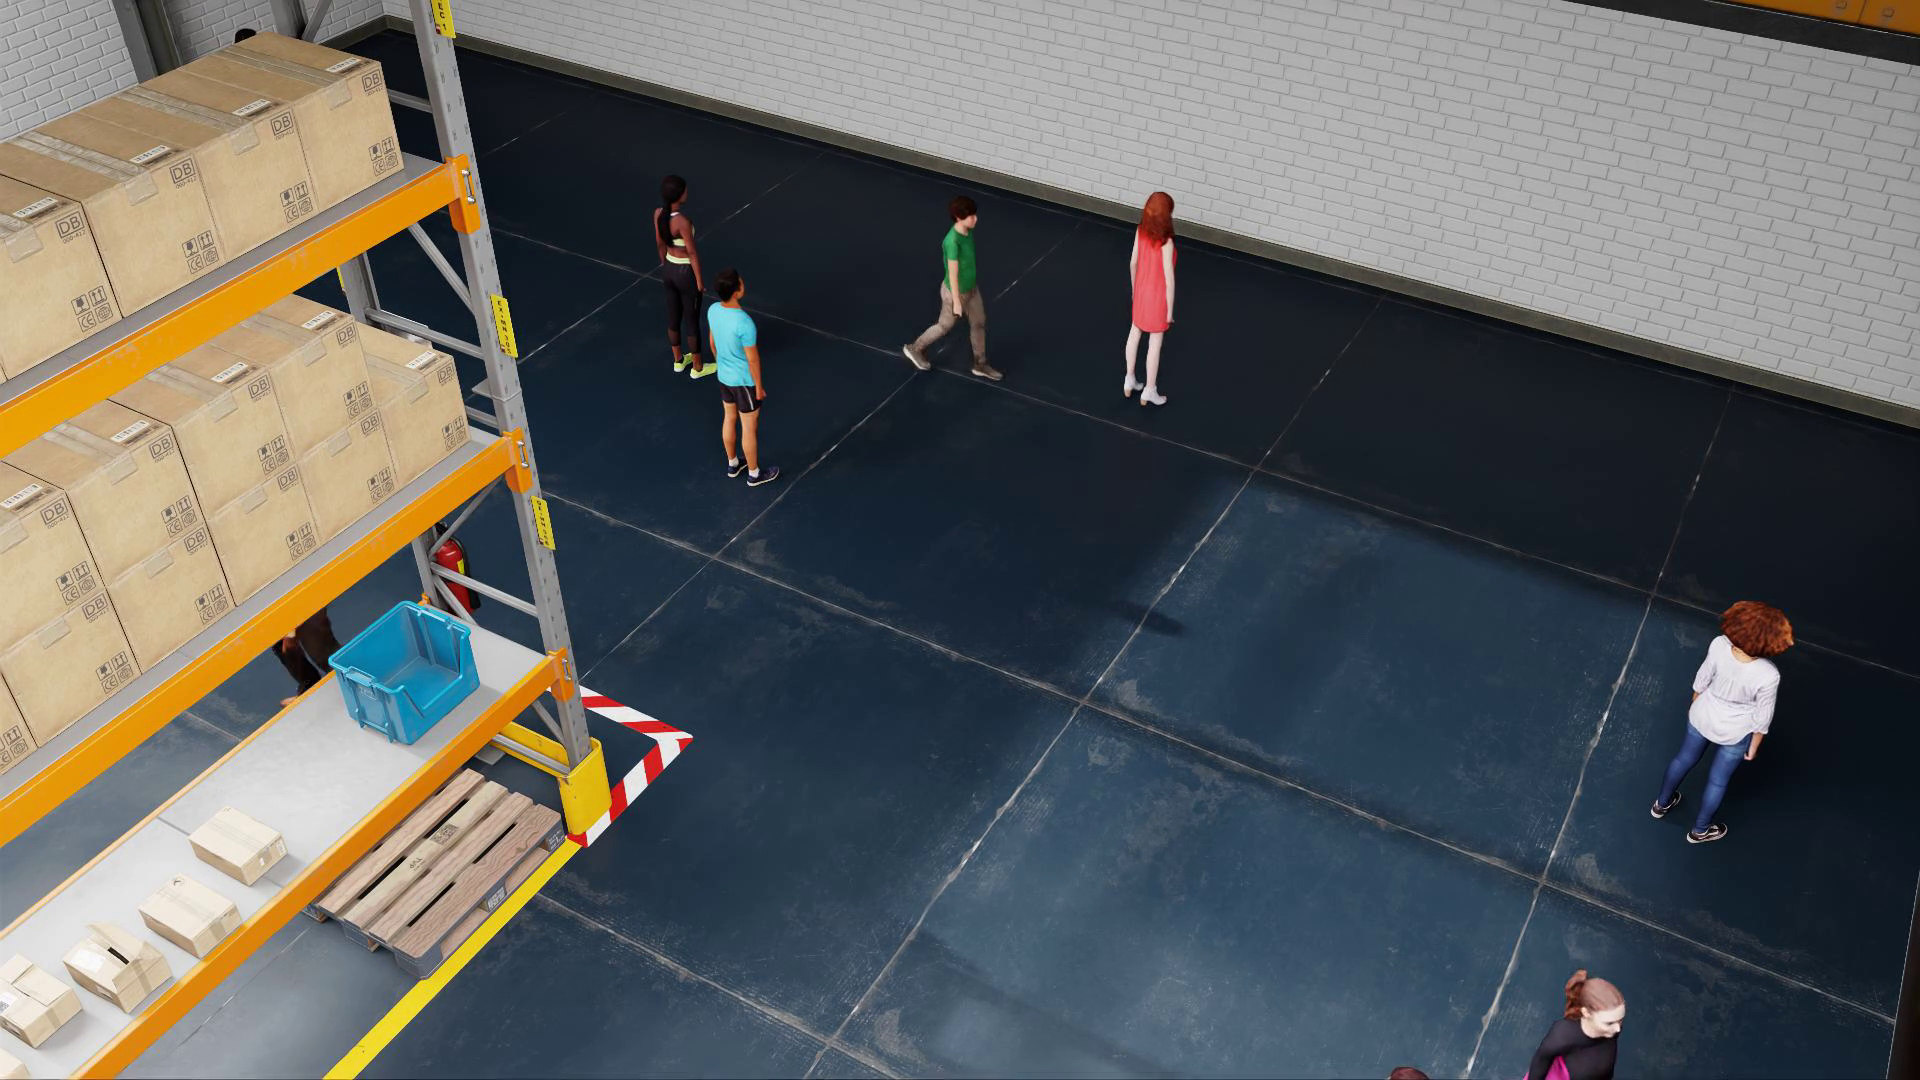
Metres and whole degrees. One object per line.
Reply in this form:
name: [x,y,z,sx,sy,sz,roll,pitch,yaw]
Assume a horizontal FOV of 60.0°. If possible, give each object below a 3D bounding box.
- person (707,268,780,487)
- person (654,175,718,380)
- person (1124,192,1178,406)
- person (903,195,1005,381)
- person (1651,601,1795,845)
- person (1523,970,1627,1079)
person: [-1.653,-1.200,12.309,0.654,1.776,0.592,29,47,31]
person: [-2.267,-2.125,13.484,0.581,1.756,0.540,25,45,28]
person: [1.507,-1.899,13.145,0.654,1.825,0.666,-24,45,-27]
person: [-0.098,-2.037,13.479,0.747,1.624,1.058,15,41,18]
person: [4.382,1.036,9.561,0.757,1.712,0.743,-23,44,-26]
person: [2.736,2.551,7.672,1.062,1.702,1.058,-13,41,-16]
